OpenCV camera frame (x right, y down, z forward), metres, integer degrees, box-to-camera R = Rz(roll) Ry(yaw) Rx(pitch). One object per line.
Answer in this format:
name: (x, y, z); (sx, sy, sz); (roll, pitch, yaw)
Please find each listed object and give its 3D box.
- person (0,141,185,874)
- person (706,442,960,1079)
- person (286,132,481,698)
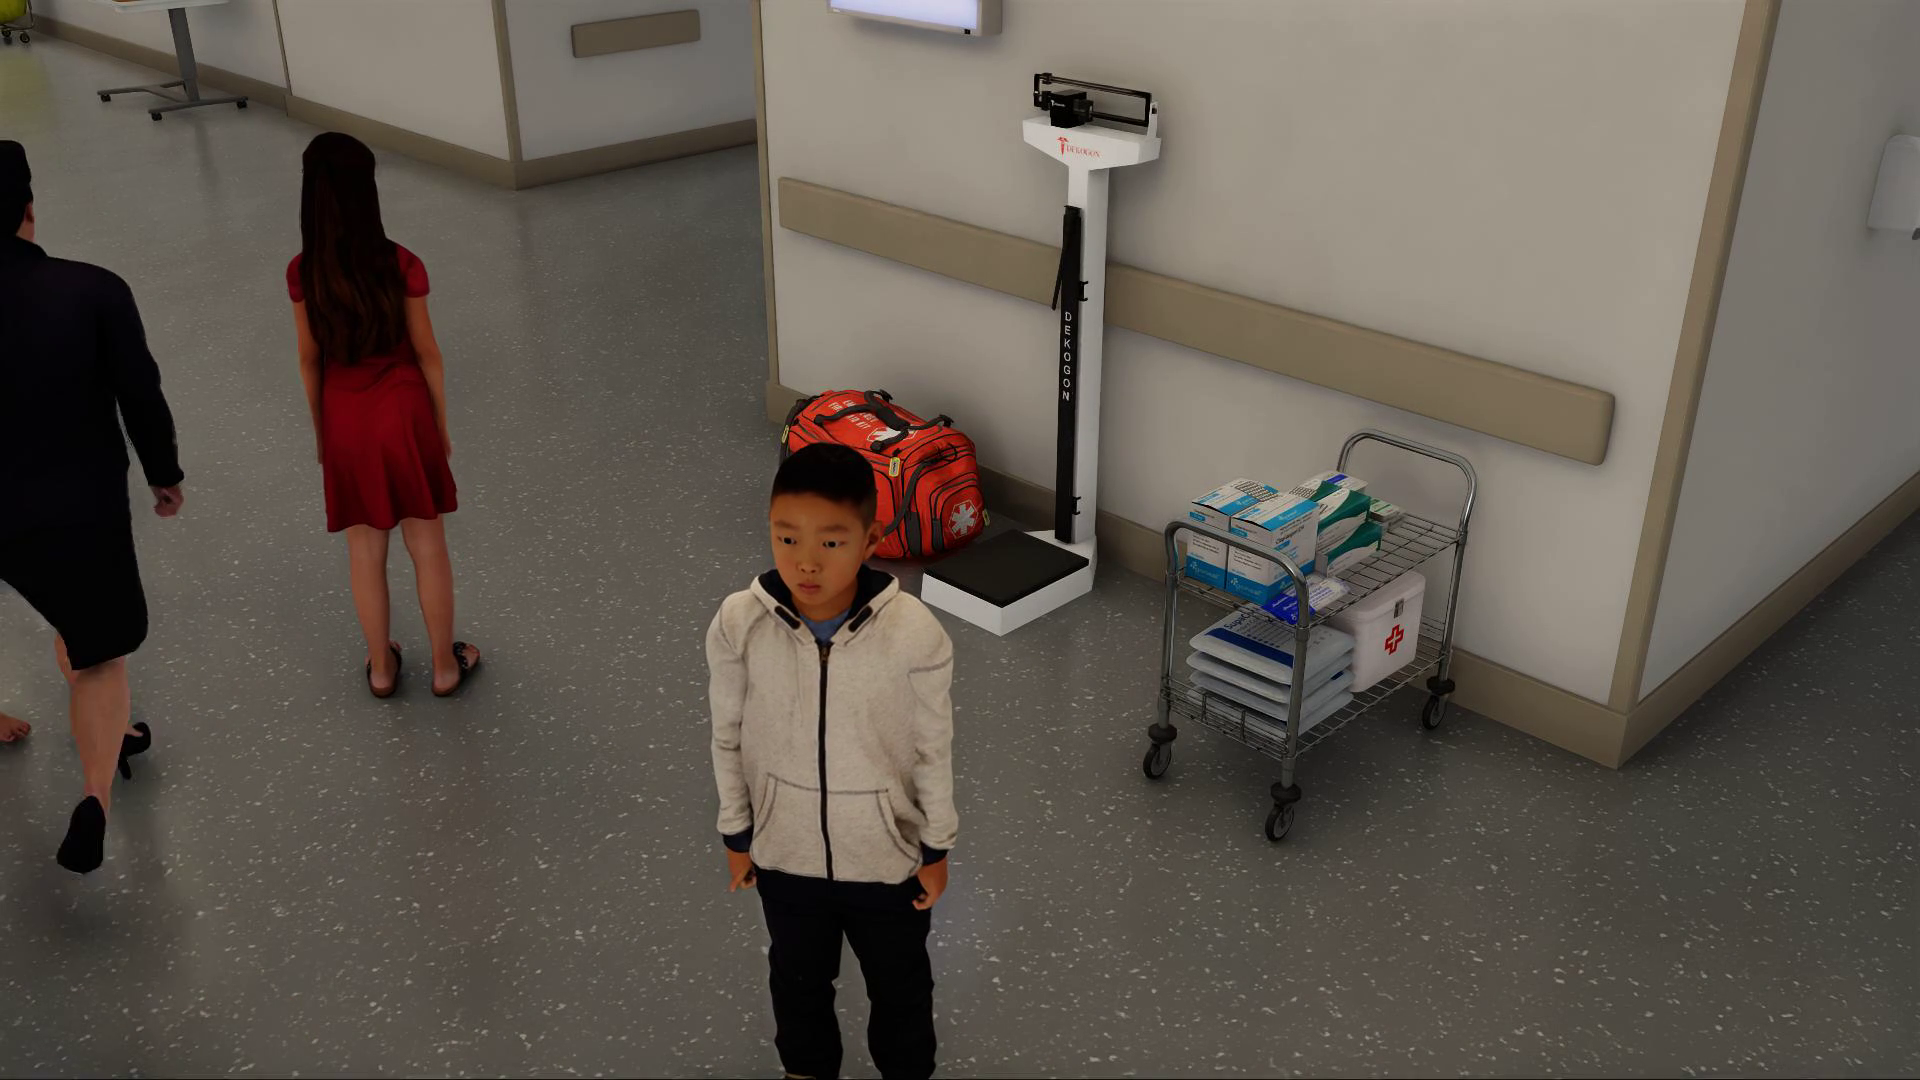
person: (-2.068, -0.020, 3.773); (1.063, 1.638, 1.202); (-6, 26, -12)
person: (-0.203, 0.498, 2.913); (0.634, 1.452, 0.706); (2, 26, 3)
person: (-1.563, -0.307, 4.472); (0.671, 1.548, 0.733); (-3, 26, -5)
